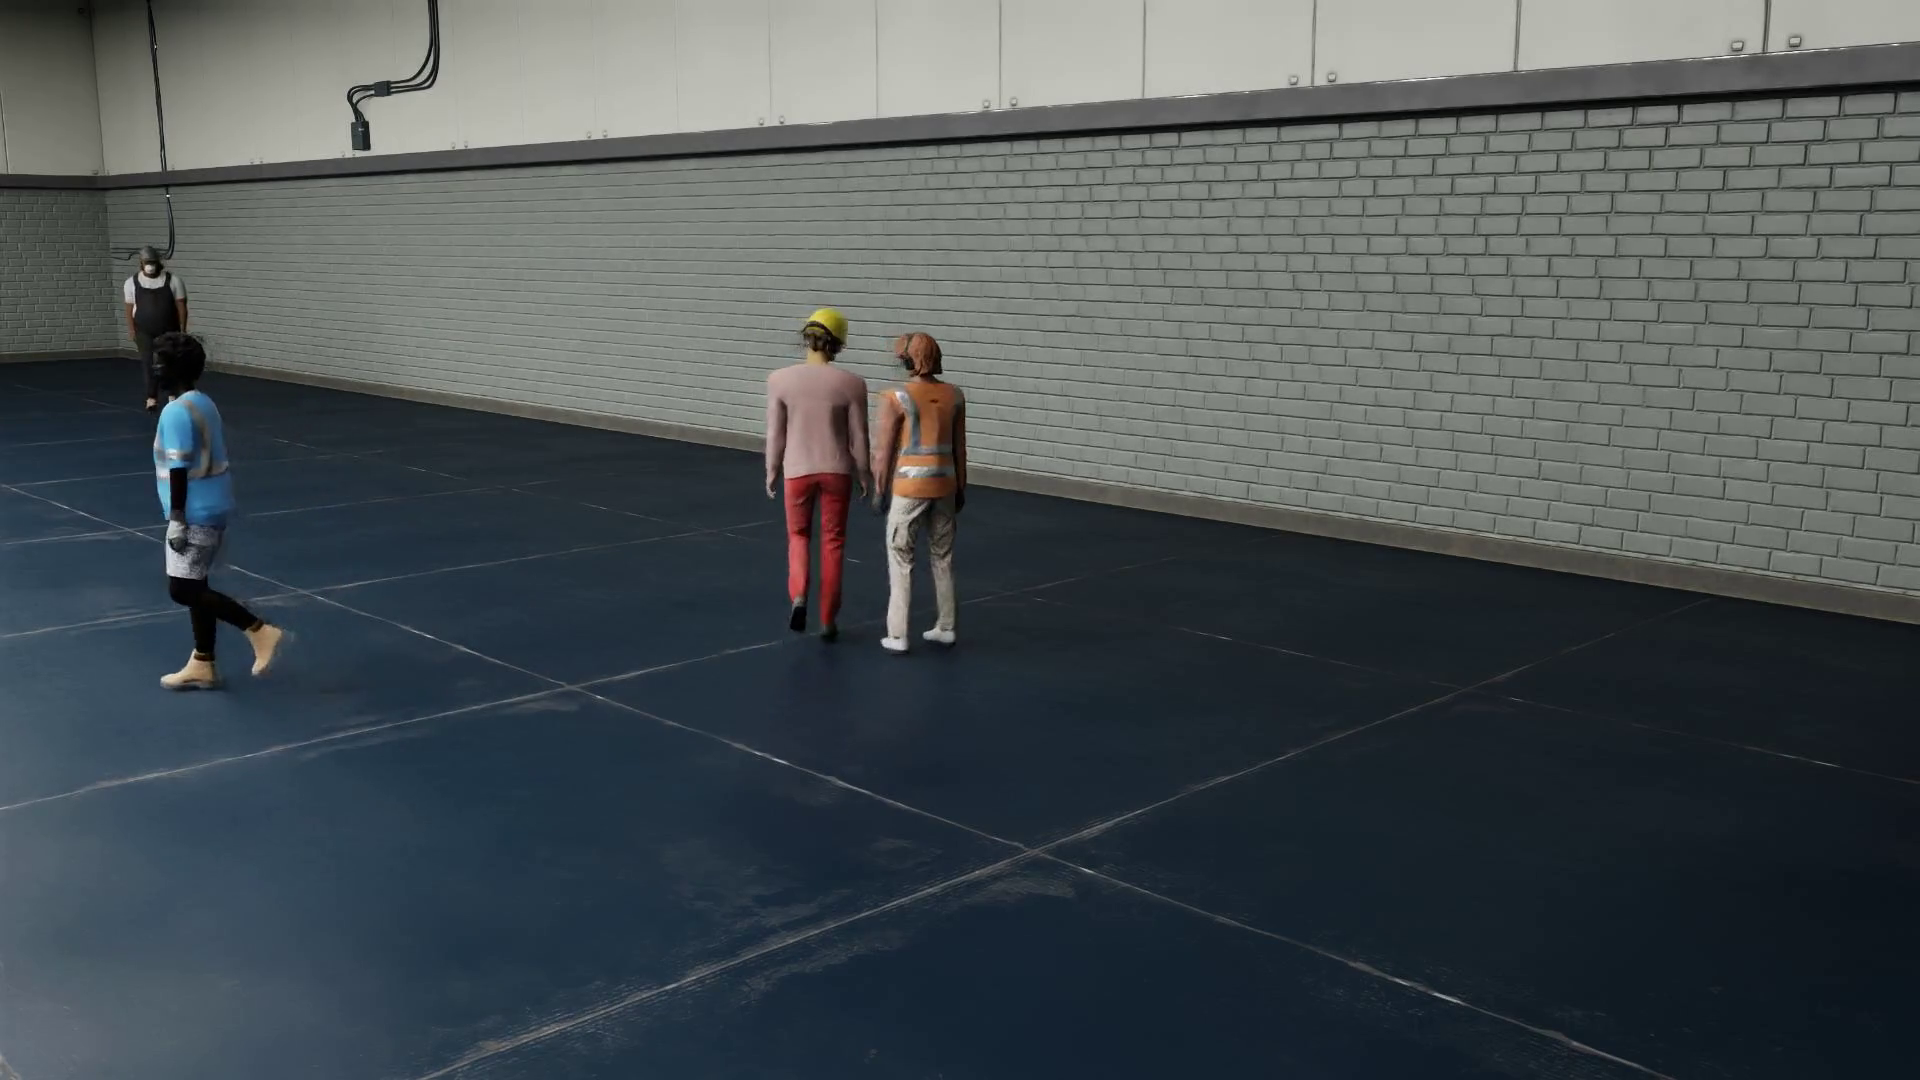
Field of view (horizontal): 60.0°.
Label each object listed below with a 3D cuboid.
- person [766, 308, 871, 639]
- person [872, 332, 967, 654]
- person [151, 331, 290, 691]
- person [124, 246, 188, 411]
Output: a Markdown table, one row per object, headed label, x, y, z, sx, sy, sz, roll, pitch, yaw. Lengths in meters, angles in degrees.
| label | x | y | z | sx | sy | sz | roll | pitch | yaw |
| --- | --- | --- | --- | --- | --- | --- | --- | --- | --- |
| person | -0.746 | -0.338 | 8.692 | 0.563 | 1.728 | 0.411 | 0 | 10 | 1 |
| person | -0.181 | -0.237 | 8.436 | 0.549 | 1.631 | 0.336 | -9 | 13 | -39 |
| person | -3.463 | -0.123 | 7.681 | 0.526 | 1.678 | 0.541 | -2 | 11 | -12 |
| person | -9.840 | -2.616 | 20.406 | 0.688 | 2.000 | 1.007 | -5 | 11 | -25 |
